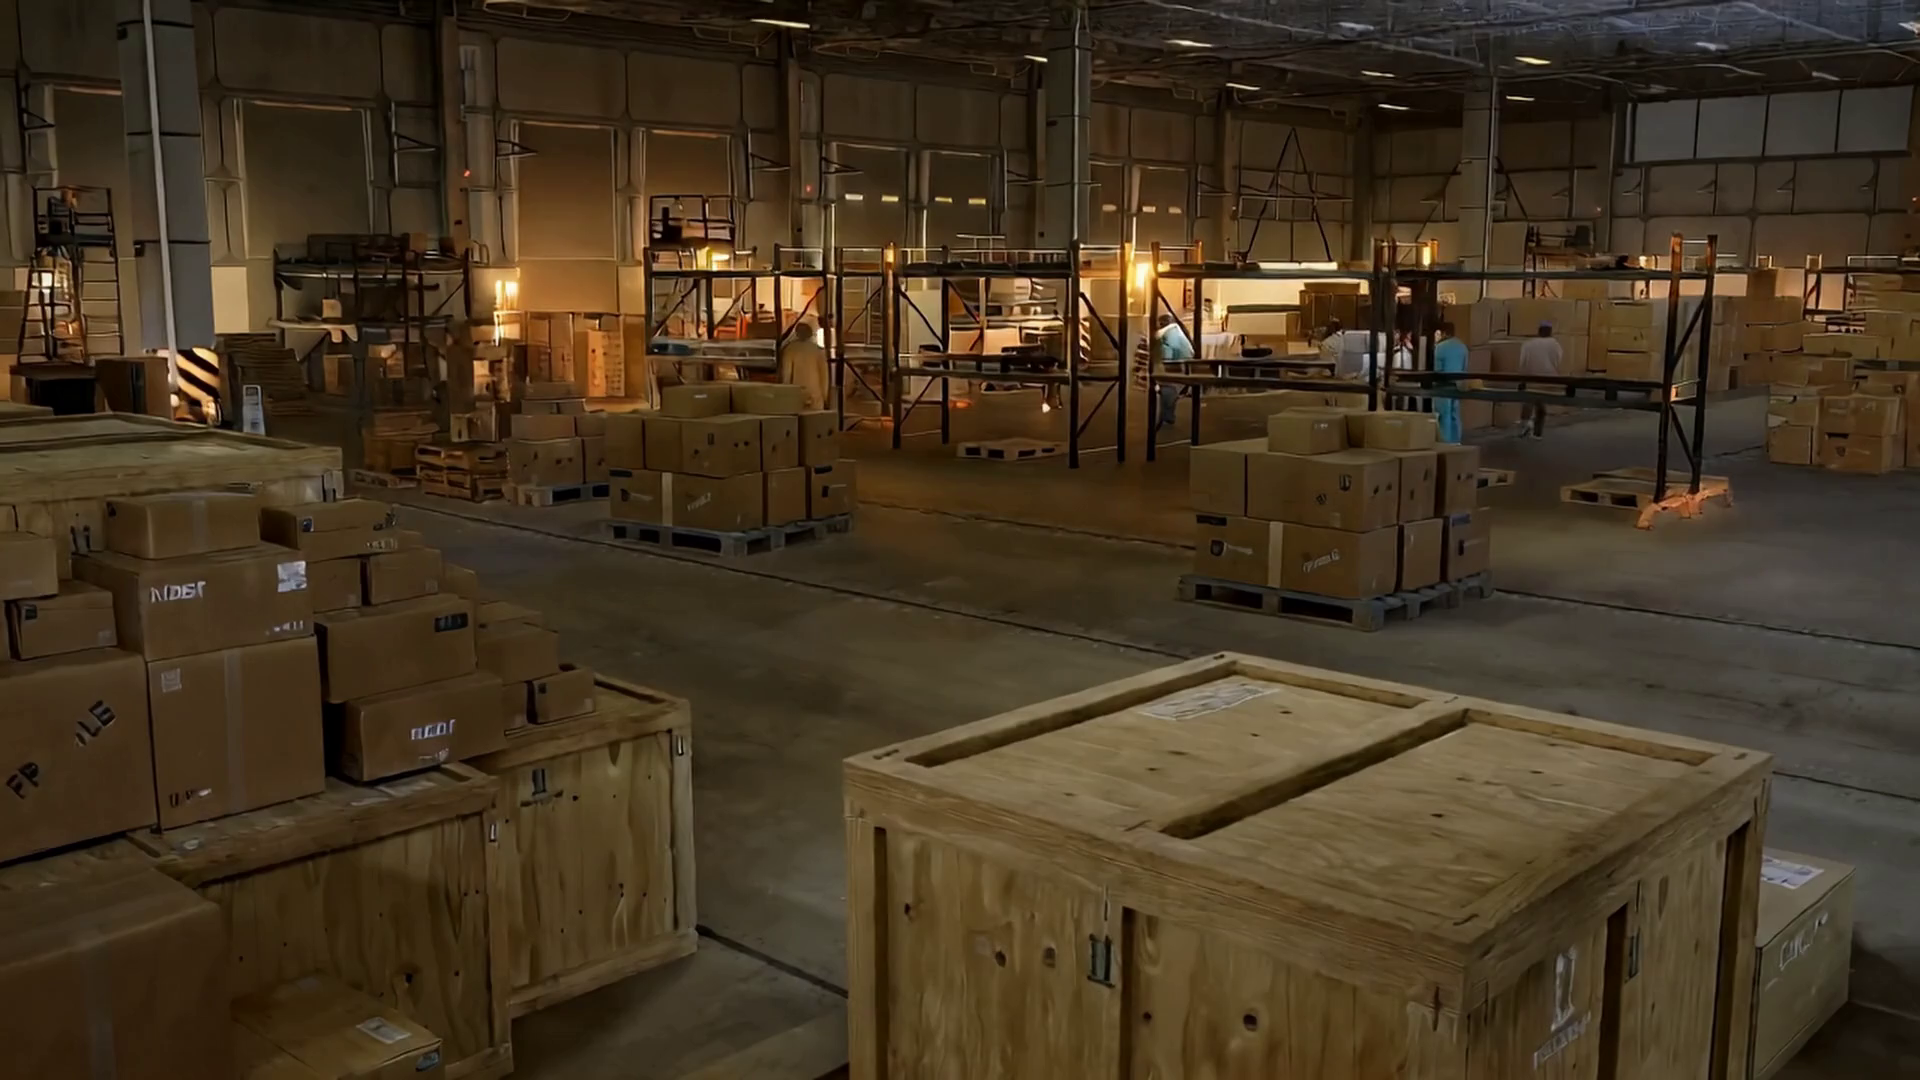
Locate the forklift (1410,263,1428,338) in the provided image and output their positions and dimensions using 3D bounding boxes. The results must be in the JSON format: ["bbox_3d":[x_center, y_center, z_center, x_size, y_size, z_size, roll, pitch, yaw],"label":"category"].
[{"bbox_3d":[12.980,-6.426,46.944,1.873,2.768,1.129,3,10,15],"label":"forklift"}]

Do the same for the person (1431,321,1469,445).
[{"bbox_3d":[6.788,-2.086,23.213,0.631,1.940,0.372,-5,11,-29],"label":"person"}]

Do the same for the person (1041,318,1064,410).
[{"bbox_3d":[1.755,-3.325,31.428,0.484,1.739,0.319,-5,10,-27],"label":"person"}]

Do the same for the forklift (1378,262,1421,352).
[{"bbox_3d":[10.938,-5.515,41.356,1.129,2.768,1.873,2,10,15],"label":"forklift"}]

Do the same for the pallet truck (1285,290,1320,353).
[{"bbox_3d":[11.297,-6.951,52.861,1.885,1.965,0.823,-5,11,-29],"label":"pallet truck"}]

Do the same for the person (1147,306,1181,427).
[{"bbox_3d":[3.435,-2.938,28.126,0.536,2.000,0.688,-2,9,-13],"label":"person"}]

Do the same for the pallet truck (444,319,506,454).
[{"bbox_3d":[-6.981,-1.942,22.150,1.885,1.965,0.823,1,9,9],"label":"pallet truck"}]

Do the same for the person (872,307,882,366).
[{"bbox_3d":[-2.181,-5.394,44.441,0.317,1.632,0.525,-1,9,-6],"label":"person"}]

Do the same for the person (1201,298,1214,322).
[{"bbox_3d":[6.133,-5.056,41.422,0.368,1.939,0.542,4,10,22],"label":"person"}]

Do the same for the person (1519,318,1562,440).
[{"bbox_3d":[9.013,-2.496,25.863,0.616,1.893,0.501,4,10,26],"label":"person"}]

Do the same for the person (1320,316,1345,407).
[{"bbox_3d":[5.665,-2.447,25.429,0.365,1.939,0.636,6,11,31],"label":"person"}]

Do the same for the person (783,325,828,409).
[{"bbox_3d":[-2.188,-2.100,23.570,0.639,1.852,1.045,-2,10,-15],"label":"person"}]
